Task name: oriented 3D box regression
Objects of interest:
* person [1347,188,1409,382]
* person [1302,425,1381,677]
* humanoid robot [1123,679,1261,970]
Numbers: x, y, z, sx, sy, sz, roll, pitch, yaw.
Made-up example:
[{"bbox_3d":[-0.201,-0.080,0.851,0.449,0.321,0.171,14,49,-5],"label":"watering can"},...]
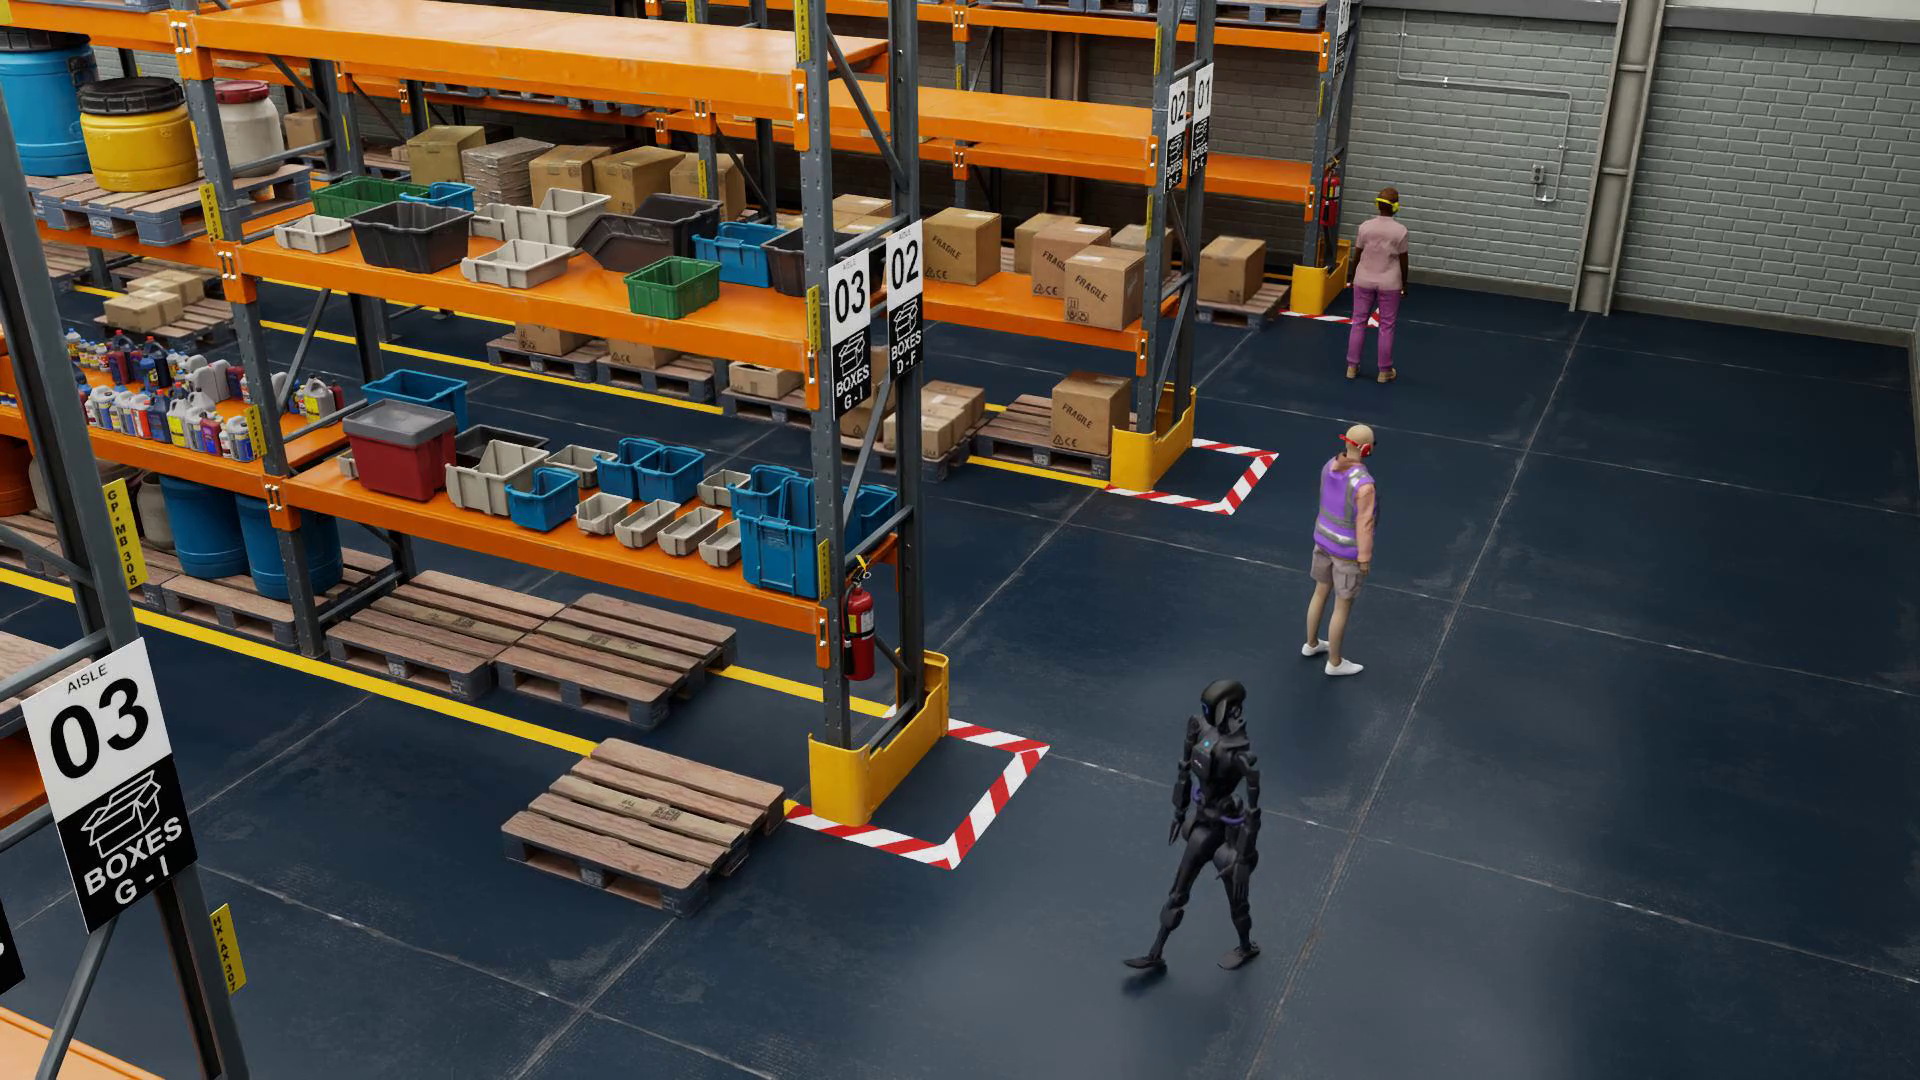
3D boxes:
[{"bbox_3d":[3.858,-2.352,15.340,0.539,1.799,0.330,13,29,24],"label":"person"},{"bbox_3d":[2.433,0.060,10.584,0.345,1.688,0.489,-11,28,-21],"label":"person"},{"bbox_3d":[1.177,1.407,7.891,0.722,1.634,0.587,-16,30,-29],"label":"humanoid robot"}]
